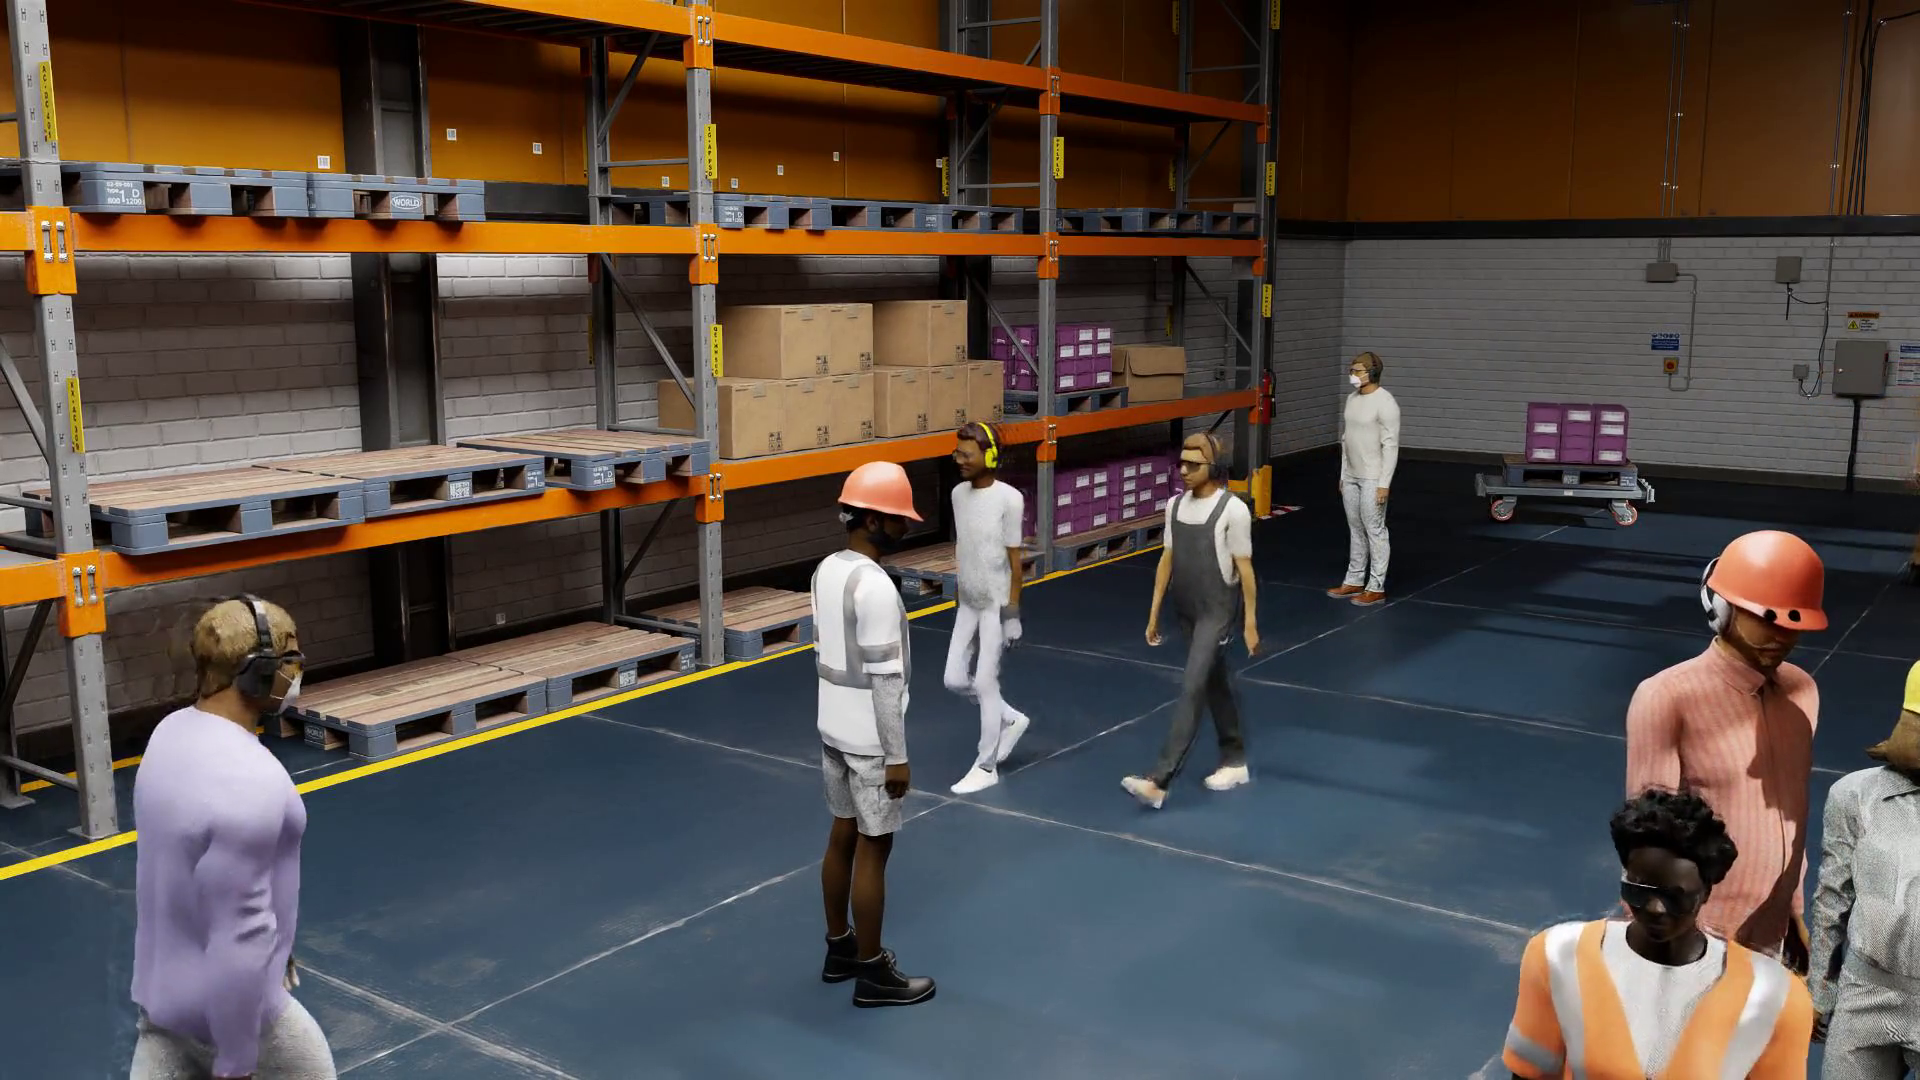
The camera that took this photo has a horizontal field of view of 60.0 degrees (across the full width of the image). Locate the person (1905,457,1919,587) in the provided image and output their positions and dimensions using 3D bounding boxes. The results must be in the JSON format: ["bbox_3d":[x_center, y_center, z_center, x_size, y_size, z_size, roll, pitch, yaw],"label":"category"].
[{"bbox_3d":[7.946,-0.545,13.279,0.634,1.904,0.574,0,10,1],"label":"person"}]

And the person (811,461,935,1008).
[{"bbox_3d":[-0.313,0.683,5.910,0.374,1.928,0.542,-5,11,-27],"label":"person"}]

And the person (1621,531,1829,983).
[{"bbox_3d":[1.901,0.952,4.134,0.610,1.985,0.393,-5,11,-26],"label":"person"}]

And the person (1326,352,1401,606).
[{"bbox_3d":[3.107,-0.468,12.729,0.376,1.940,0.627,-3,10,-18],"label":"person"}]

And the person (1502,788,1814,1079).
[{"bbox_3d":[1.339,1.260,3.247,0.538,1.672,0.788,5,11,29],"label":"person"}]

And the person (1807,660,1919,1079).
[{"bbox_3d":[2.248,1.110,3.909,0.492,1.746,0.285,7,12,35],"label":"person"}]

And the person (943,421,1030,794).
[{"bbox_3d":[0.161,0.327,8.265,0.497,1.856,0.509,-9,13,-42],"label":"person"}]

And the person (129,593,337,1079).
[{"bbox_3d":[-1.688,1.061,3.845,0.648,1.893,1.021,9,13,44],"label":"person"}]

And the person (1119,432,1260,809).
[{"bbox_3d":[1.097,0.386,8.038,0.955,1.799,0.543,-7,12,-34],"label":"person"}]
